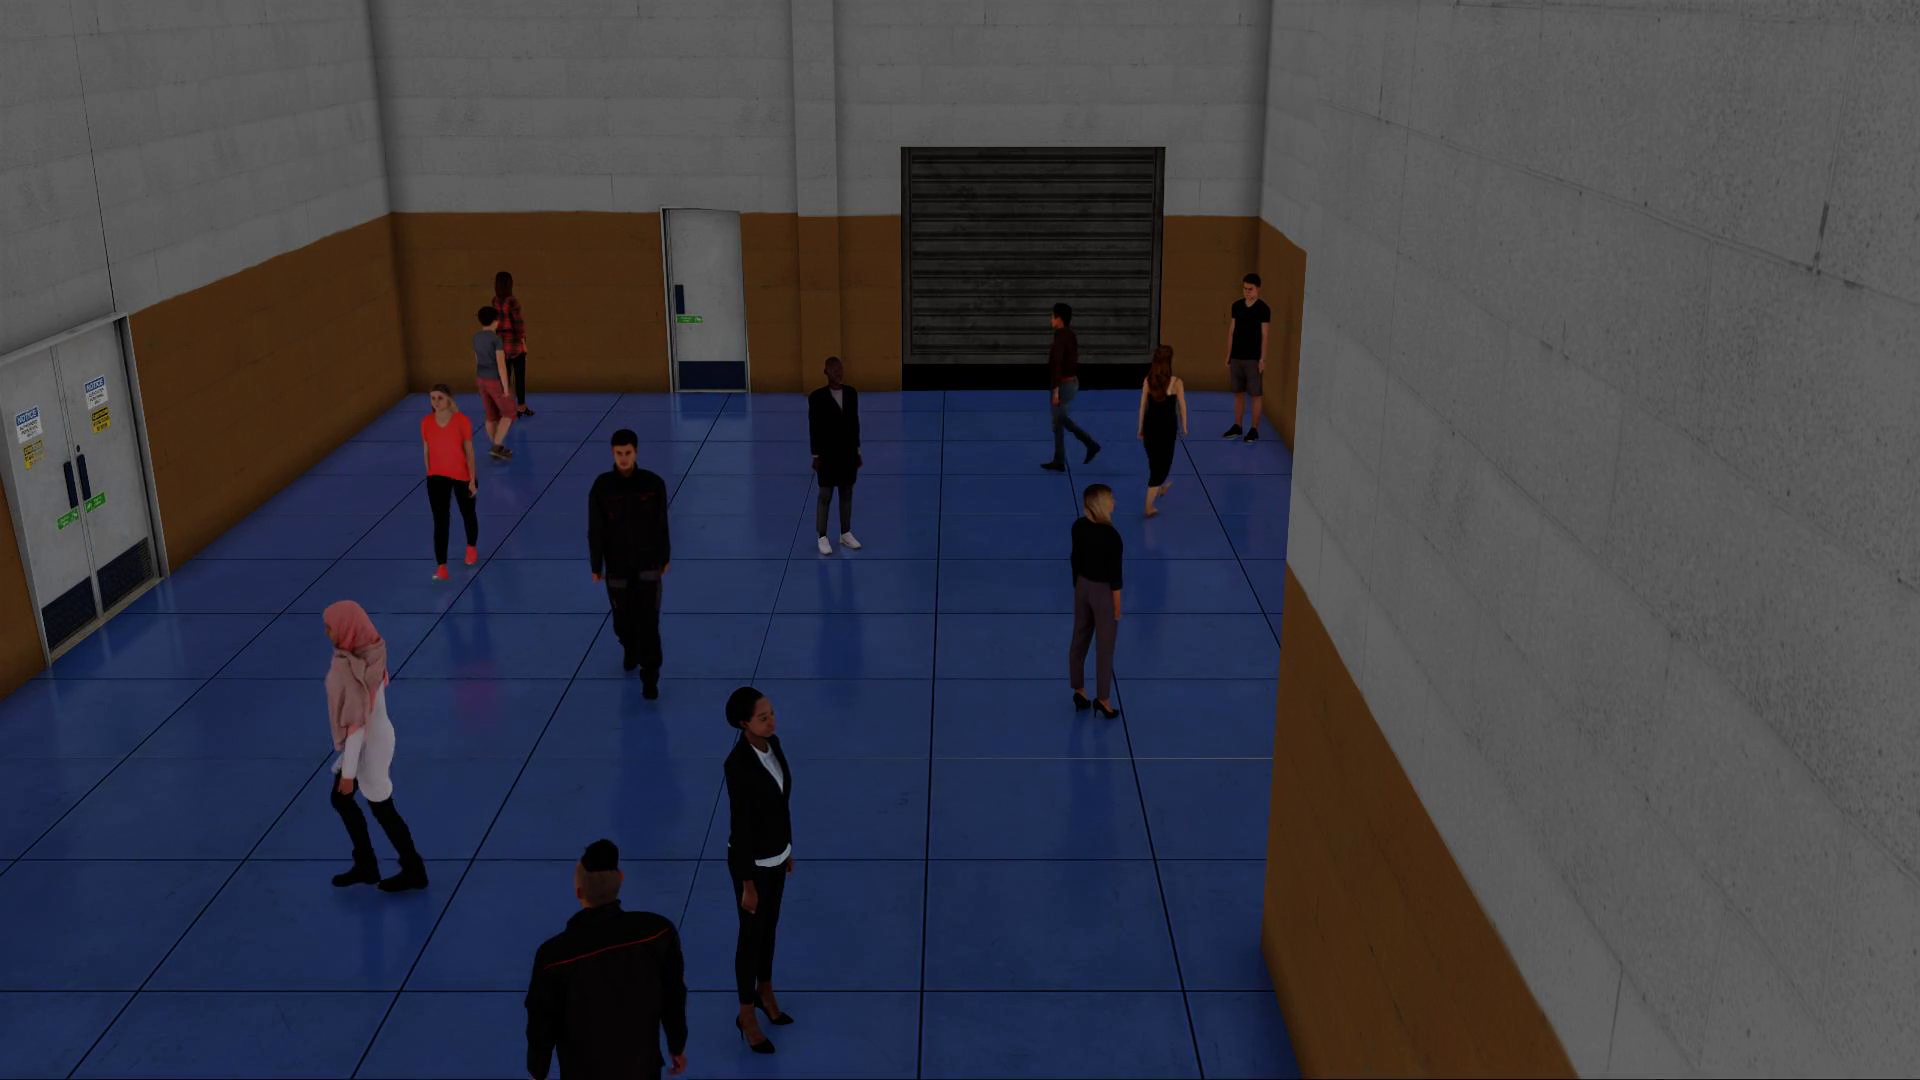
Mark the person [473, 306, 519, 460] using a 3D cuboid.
[{"bbox_3d":[-4.970,-1.630,17.531,0.783,1.641,0.824,10,21,26],"label":"person"}]

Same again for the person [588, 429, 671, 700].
[{"bbox_3d":[-2.365,0.126,11.951,1.240,1.892,0.948,-3,19,-10],"label":"person"}]

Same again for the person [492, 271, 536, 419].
[{"bbox_3d":[-5.251,-2.281,19.384,0.658,1.703,0.765,11,21,28],"label":"person"}]

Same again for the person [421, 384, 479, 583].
[{"bbox_3d":[-4.307,-0.507,14.220,1.071,1.643,0.722,-1,19,-4],"label":"person"}]

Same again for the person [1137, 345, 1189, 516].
[{"bbox_3d":[1.865,-1.005,15.795,1.051,1.579,0.975,11,22,30],"label":"person"}]

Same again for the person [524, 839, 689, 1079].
[{"bbox_3d":[-1.322,2.016,6.390,1.090,1.841,1.103,-10,21,-28],"label":"person"}]

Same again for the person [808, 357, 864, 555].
[{"bbox_3d":[-1.105,-0.770,14.814,0.678,1.762,0.793,-11,22,-30],"label":"person"}]

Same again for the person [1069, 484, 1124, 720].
[{"bbox_3d":[0.924,0.421,11.424,0.722,1.670,0.674,-16,24,-39],"label":"person"}]

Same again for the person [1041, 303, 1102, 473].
[{"bbox_3d":[1.156,-1.542,17.097,0.963,1.765,0.823,7,20,20],"label":"person"}]

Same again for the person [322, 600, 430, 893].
[{"bbox_3d":[-3.114,1.160,9.063,0.835,1.779,0.757,-4,19,-11],"label":"person"}]

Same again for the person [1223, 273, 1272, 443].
[{"bbox_3d":[3.202,-2.036,18.412,0.745,1.862,0.813,16,25,40],"label":"person"}]

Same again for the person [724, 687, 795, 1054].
[{"bbox_3d":[-0.950,1.541,7.845,0.623,1.834,0.653,6,20,18],"label":"person"}]
